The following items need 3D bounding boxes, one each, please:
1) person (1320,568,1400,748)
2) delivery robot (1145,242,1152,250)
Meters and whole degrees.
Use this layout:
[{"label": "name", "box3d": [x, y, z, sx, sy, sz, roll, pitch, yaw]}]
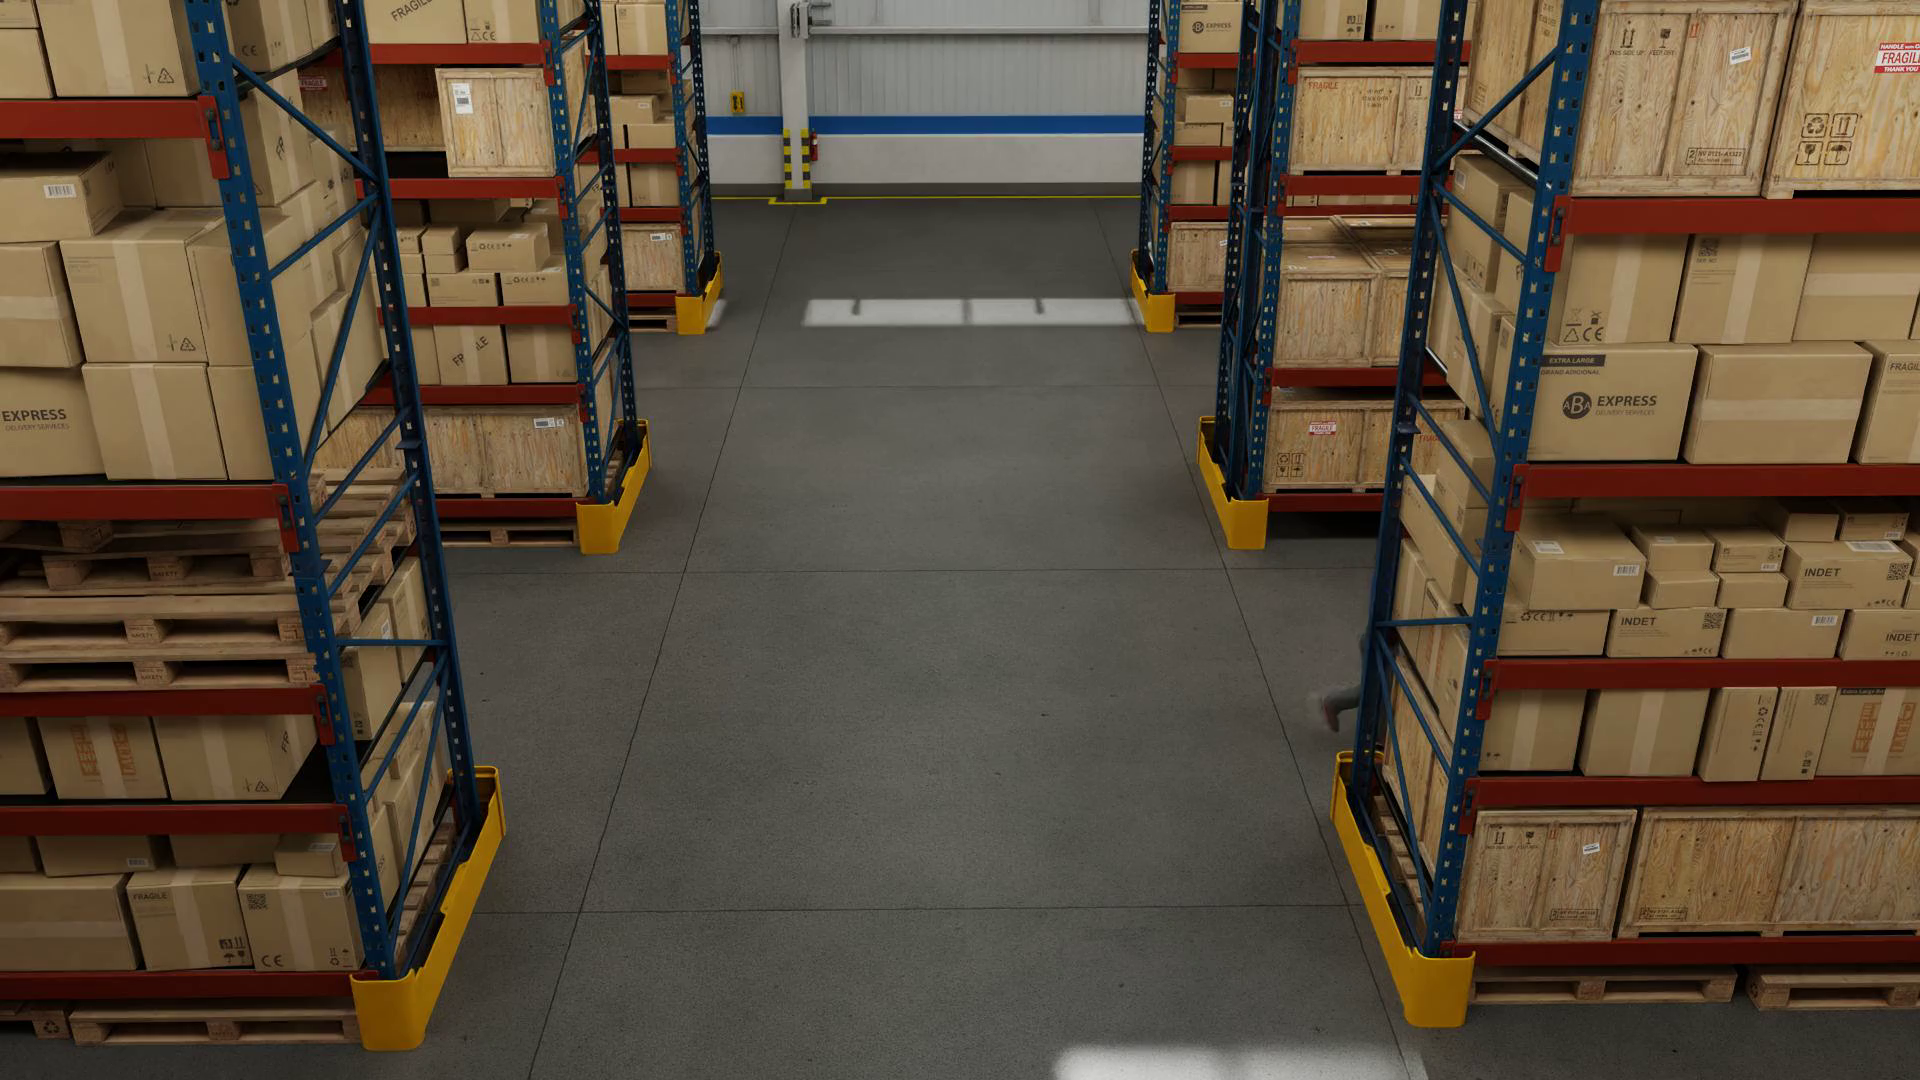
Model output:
[{"label": "person", "box3d": [3.118, 0.742, 12.410, 0.649, 1.637, 0.482, 13, 28, 26]}, {"label": "delivery robot", "box3d": [3.030, -4.229, 24.509, 0.753, 0.535, 0.667, -20, 31, -36]}]
